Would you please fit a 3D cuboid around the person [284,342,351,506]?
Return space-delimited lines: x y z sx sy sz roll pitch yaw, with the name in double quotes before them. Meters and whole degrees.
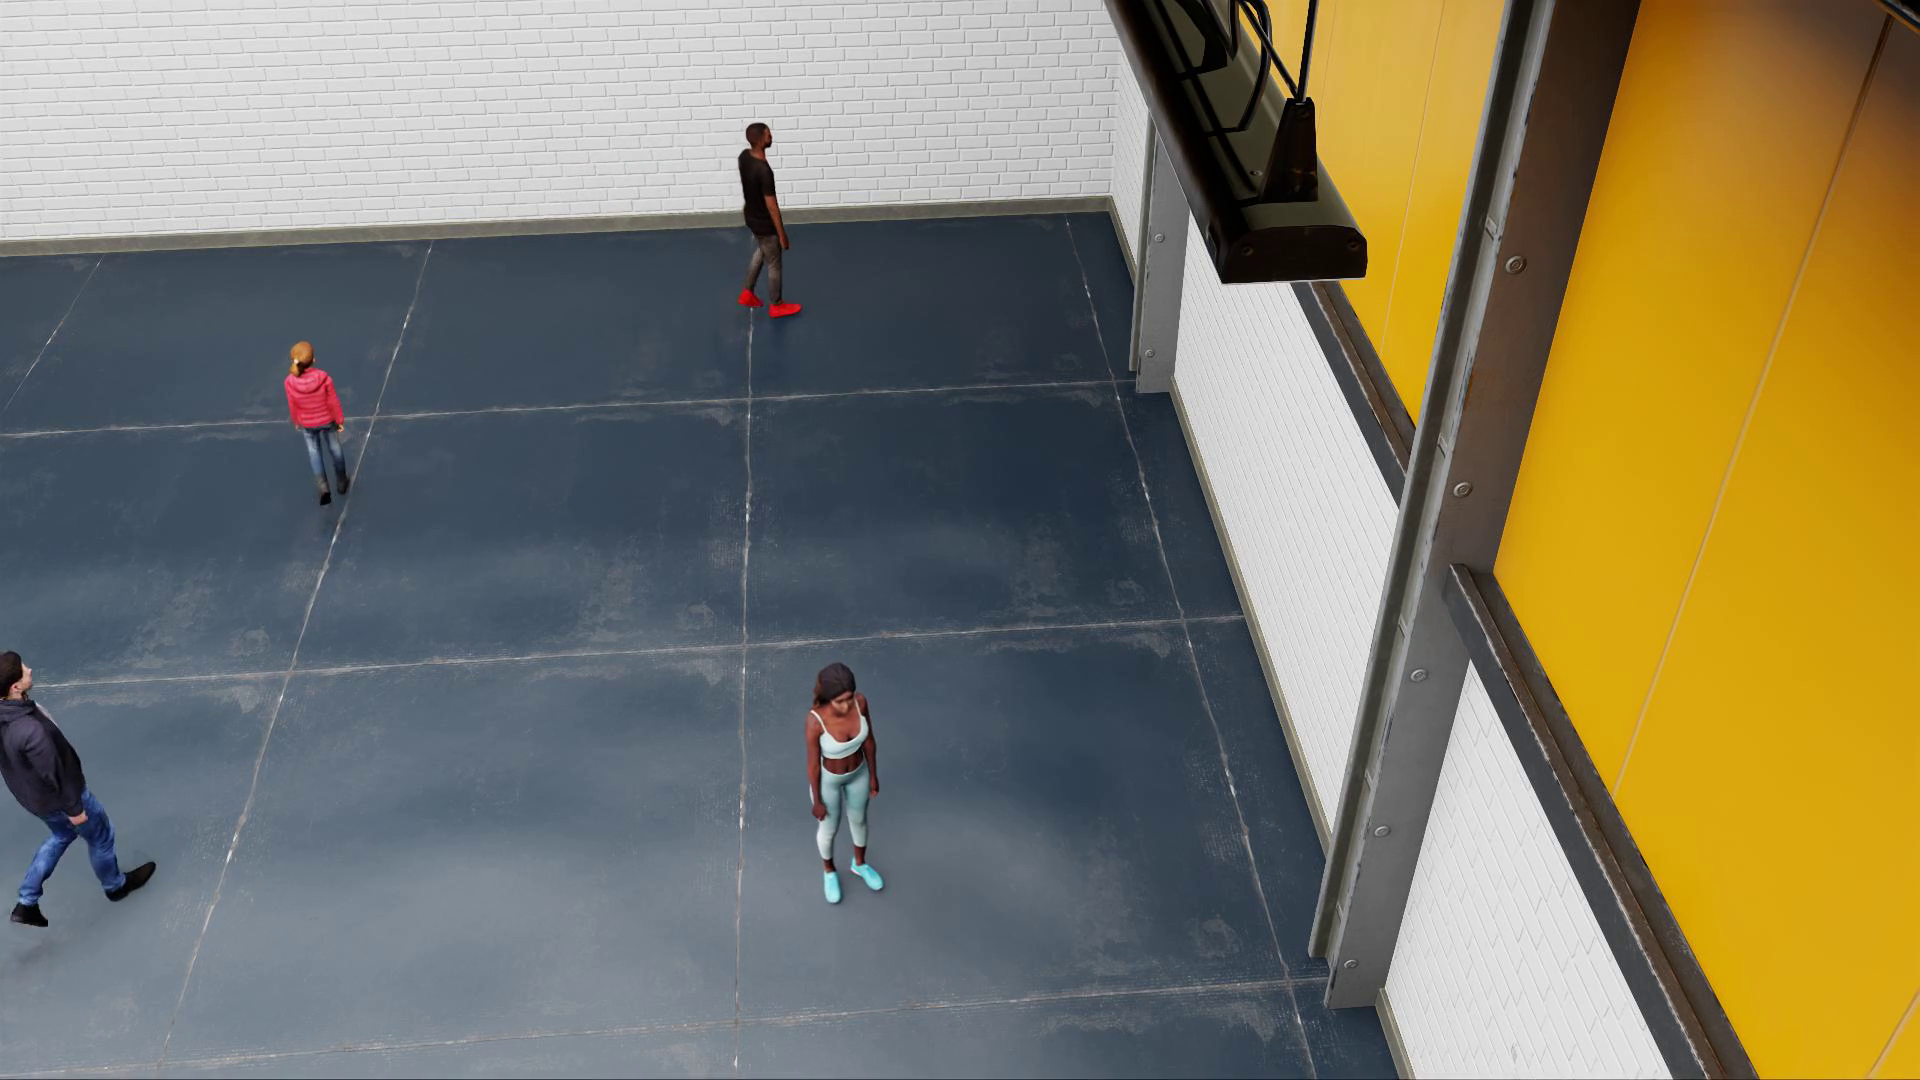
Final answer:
"person" -4.677 -0.823 12.100 0.578 1.305 0.762 -9 39 -11

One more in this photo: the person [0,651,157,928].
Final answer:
"person" -4.928 1.389 8.877 1.026 1.870 1.132 22 44 25

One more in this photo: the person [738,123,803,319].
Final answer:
"person" -1.717 -2.670 14.016 0.924 1.800 0.854 -23 44 -26

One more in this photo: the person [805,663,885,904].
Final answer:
"person" -0.652 1.306 9.097 0.644 1.725 0.659 -20 43 -24
